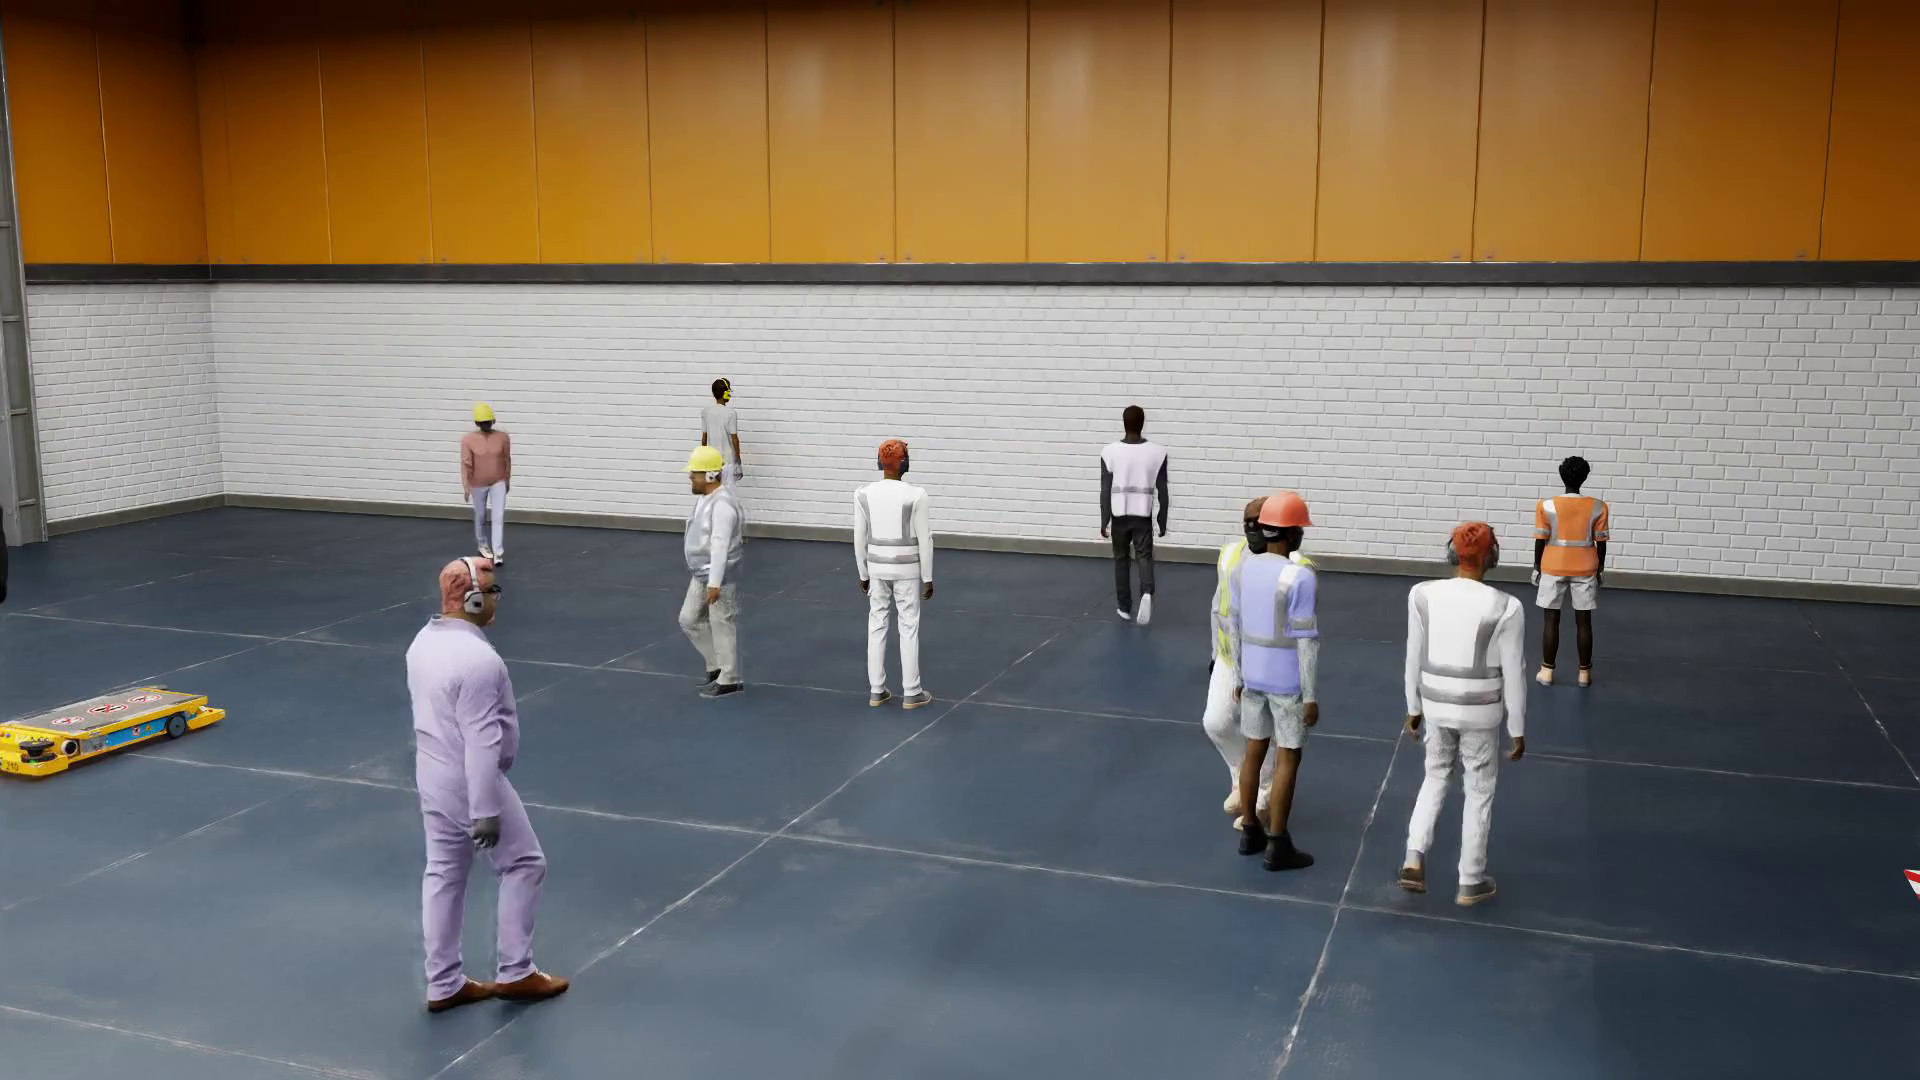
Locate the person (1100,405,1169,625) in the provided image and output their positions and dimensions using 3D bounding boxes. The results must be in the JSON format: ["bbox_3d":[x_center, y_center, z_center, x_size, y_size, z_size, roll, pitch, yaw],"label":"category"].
[{"bbox_3d":[1.505,-0.214,14.355,0.595,1.898,0.792,0,9,-1],"label":"person"}]

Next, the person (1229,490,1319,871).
[{"bbox_3d":[1.632,0.705,8.519,0.367,1.935,0.553,-6,11,-34],"label":"person"}]

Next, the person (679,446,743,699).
[{"bbox_3d":[-1.762,0.237,11.801,0.431,1.816,0.595,-4,10,-26],"label":"person"}]

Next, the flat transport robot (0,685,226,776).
[{"bbox_3d":[-5.509,1.193,10.640,0.652,0.197,1.431,4,10,22],"label":"flat transport robot"}]

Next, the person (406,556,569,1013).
[{"bbox_3d":[-1.928,0.996,6.856,0.689,1.883,0.680,-8,12,-40],"label":"person"}]

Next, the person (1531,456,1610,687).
[{"bbox_3d":[4.464,0.231,12.199,0.540,1.695,0.317,2,9,10],"label":"person"}]

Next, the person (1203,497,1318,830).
[{"bbox_3d":[1.626,0.669,9.056,0.658,1.832,0.435,9,13,43],"label":"person"}]

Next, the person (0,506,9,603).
[{"bbox_3d":[-6.907,0.312,11.400,0.652,1.792,0.951,-4,10,-22],"label":"person"}]

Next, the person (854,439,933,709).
[{"bbox_3d":[-0.452,0.238,11.583,0.575,1.882,0.355,3,10,20],"label":"person"}]

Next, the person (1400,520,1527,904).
[{"bbox_3d":[2.392,0.835,7.919,0.604,1.871,0.490,8,12,41],"label":"person"}]

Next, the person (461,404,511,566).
[{"bbox_3d":[-4.932,-0.587,17.316,0.528,1.685,0.983,-4,10,-24],"label":"person"}]

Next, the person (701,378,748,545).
[{"bbox_3d":[-2.613,-0.853,18.390,0.507,1.872,0.329,5,10,28],"label":"person"}]
